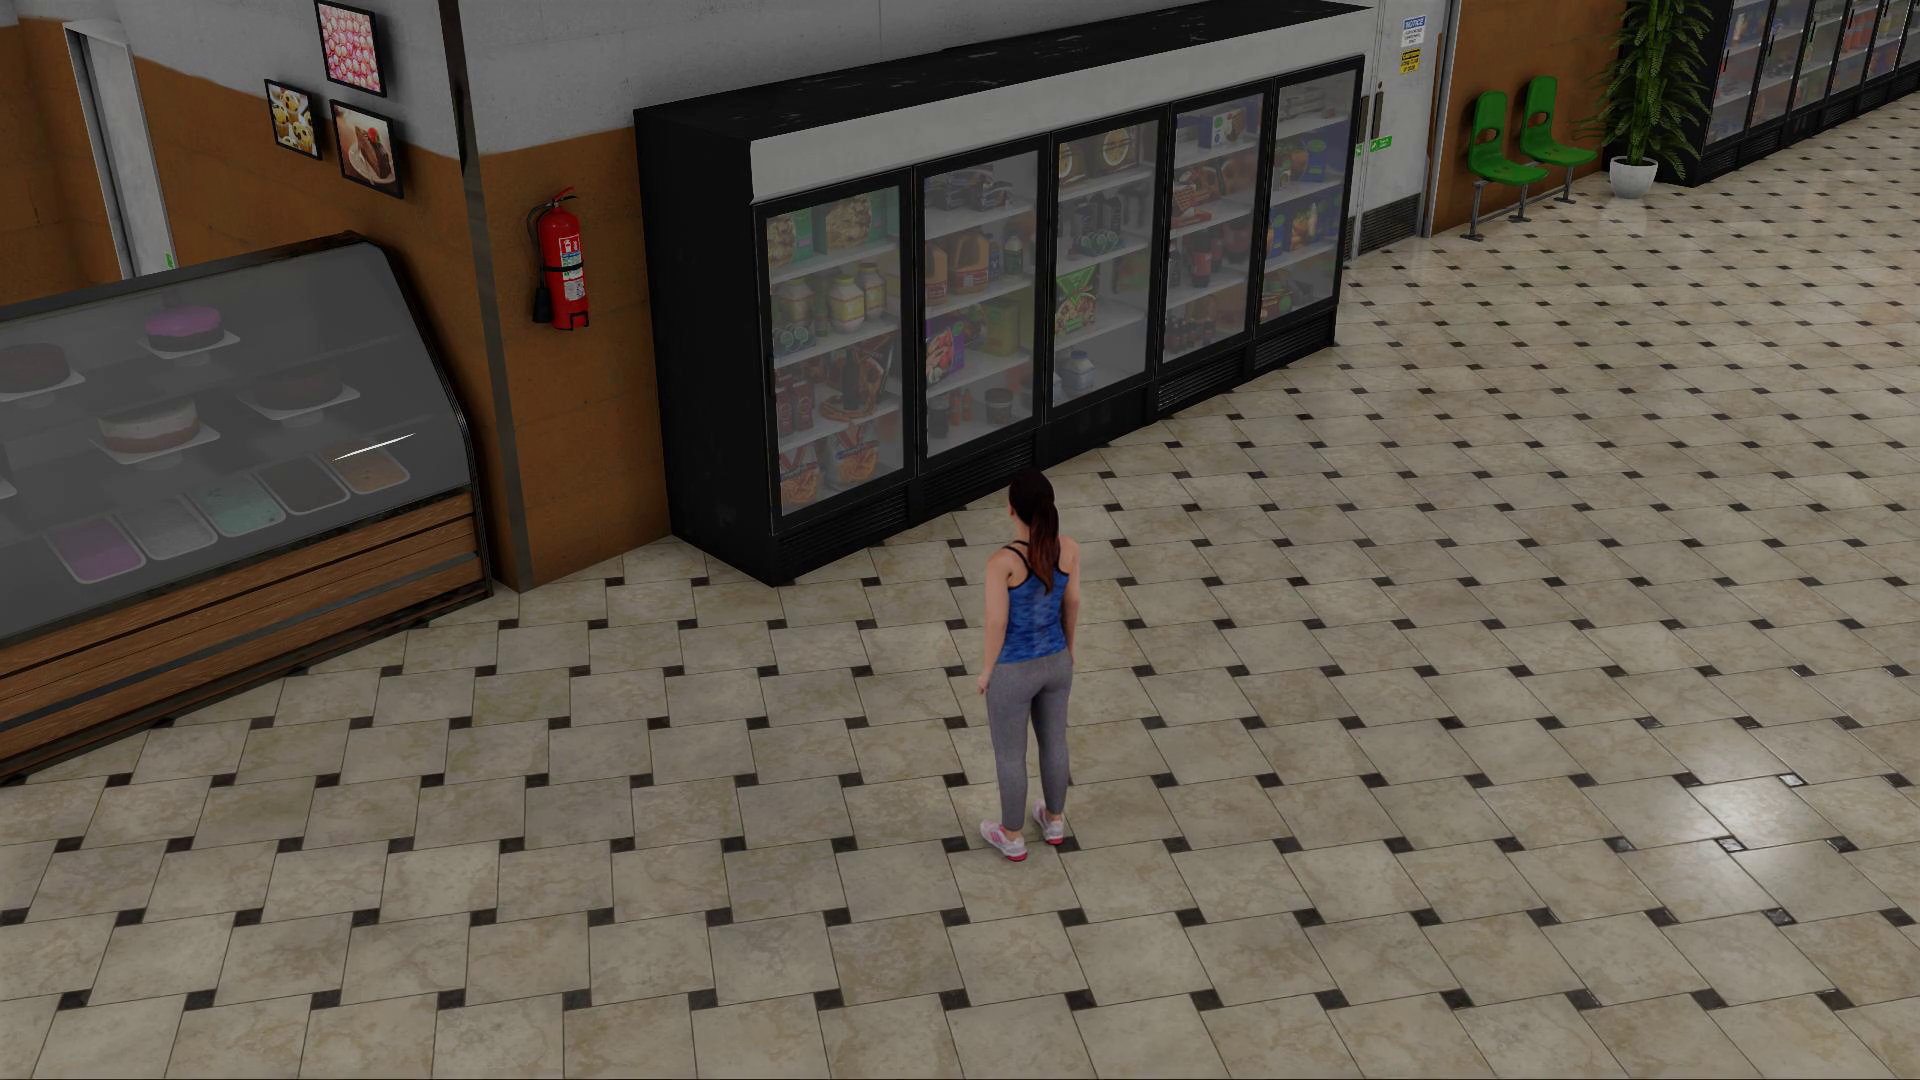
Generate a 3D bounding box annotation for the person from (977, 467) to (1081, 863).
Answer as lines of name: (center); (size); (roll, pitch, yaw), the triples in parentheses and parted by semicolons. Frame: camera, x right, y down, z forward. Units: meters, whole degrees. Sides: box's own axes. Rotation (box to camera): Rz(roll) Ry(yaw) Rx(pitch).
person: (0.259, 0.477, 6.310); (0.618, 1.608, 0.597); (-15, 30, -26)
